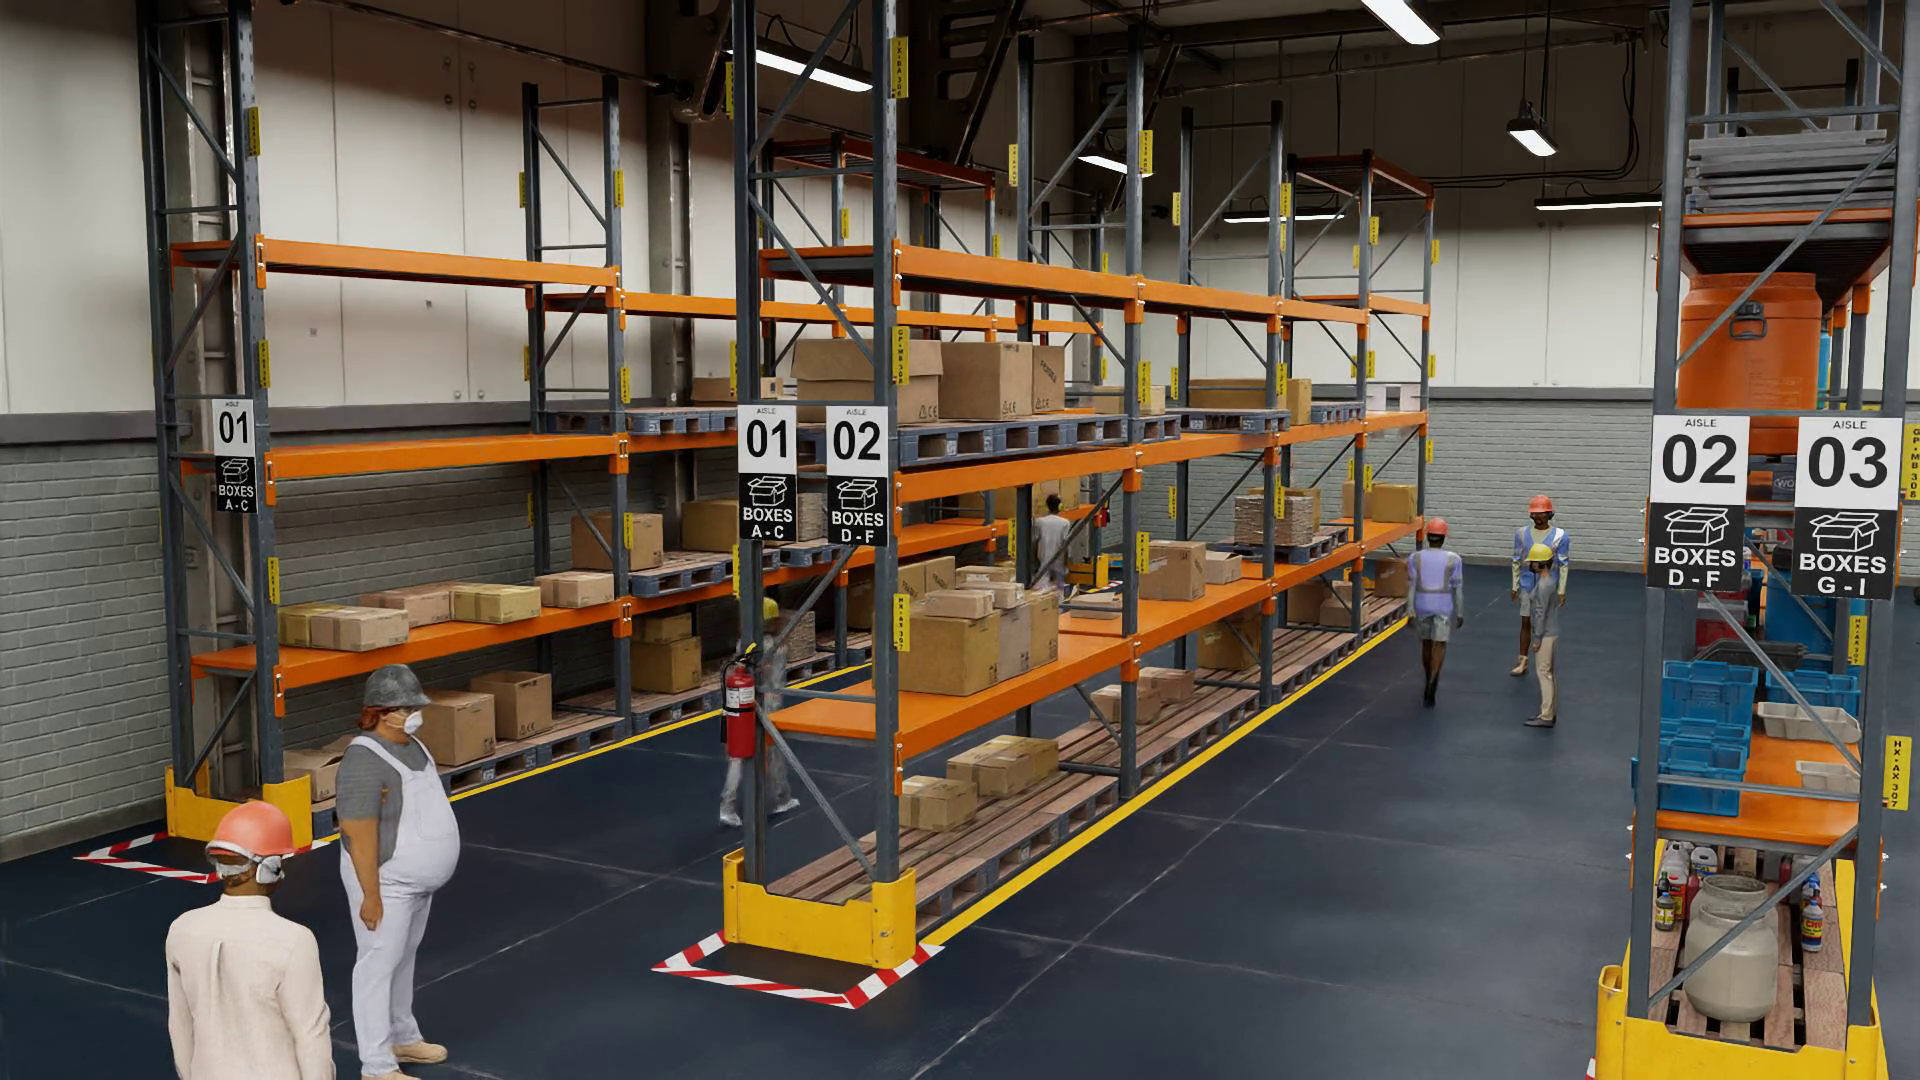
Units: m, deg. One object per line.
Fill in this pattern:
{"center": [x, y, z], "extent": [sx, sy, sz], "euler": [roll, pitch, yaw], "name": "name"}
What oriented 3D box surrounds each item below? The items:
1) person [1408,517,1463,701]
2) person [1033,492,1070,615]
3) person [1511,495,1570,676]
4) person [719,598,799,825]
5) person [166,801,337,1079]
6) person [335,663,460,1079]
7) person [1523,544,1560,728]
{"center": [4.915, 0.712, 17.245], "extent": [0.552, 1.908, 0.867], "euler": [3, 6, 23], "name": "person"}
{"center": [1.171, 0.299, 21.581], "extent": [0.527, 1.841, 0.909], "euler": [2, 6, 21], "name": "person"}
{"center": [6.415, 0.517, 18.438], "extent": [0.605, 2.045, 0.378], "euler": [4, 7, 34], "name": "person"}
{"center": [-1.543, 1.291, 12.597], "extent": [0.497, 1.696, 0.899], "euler": [3, 7, 27], "name": "person"}
{"center": [-2.353, 1.866, 5.597], "extent": [0.608, 1.989, 0.387], "euler": [2, 6, 17], "name": "person"}
{"center": [-2.677, 1.593, 7.994], "extent": [0.536, 2.000, 0.682], "euler": [0, 6, 2], "name": "person"}
{"center": [5.576, 0.914, 15.971], "extent": [0.344, 1.756, 0.518], "euler": [2, 6, 23], "name": "person"}
